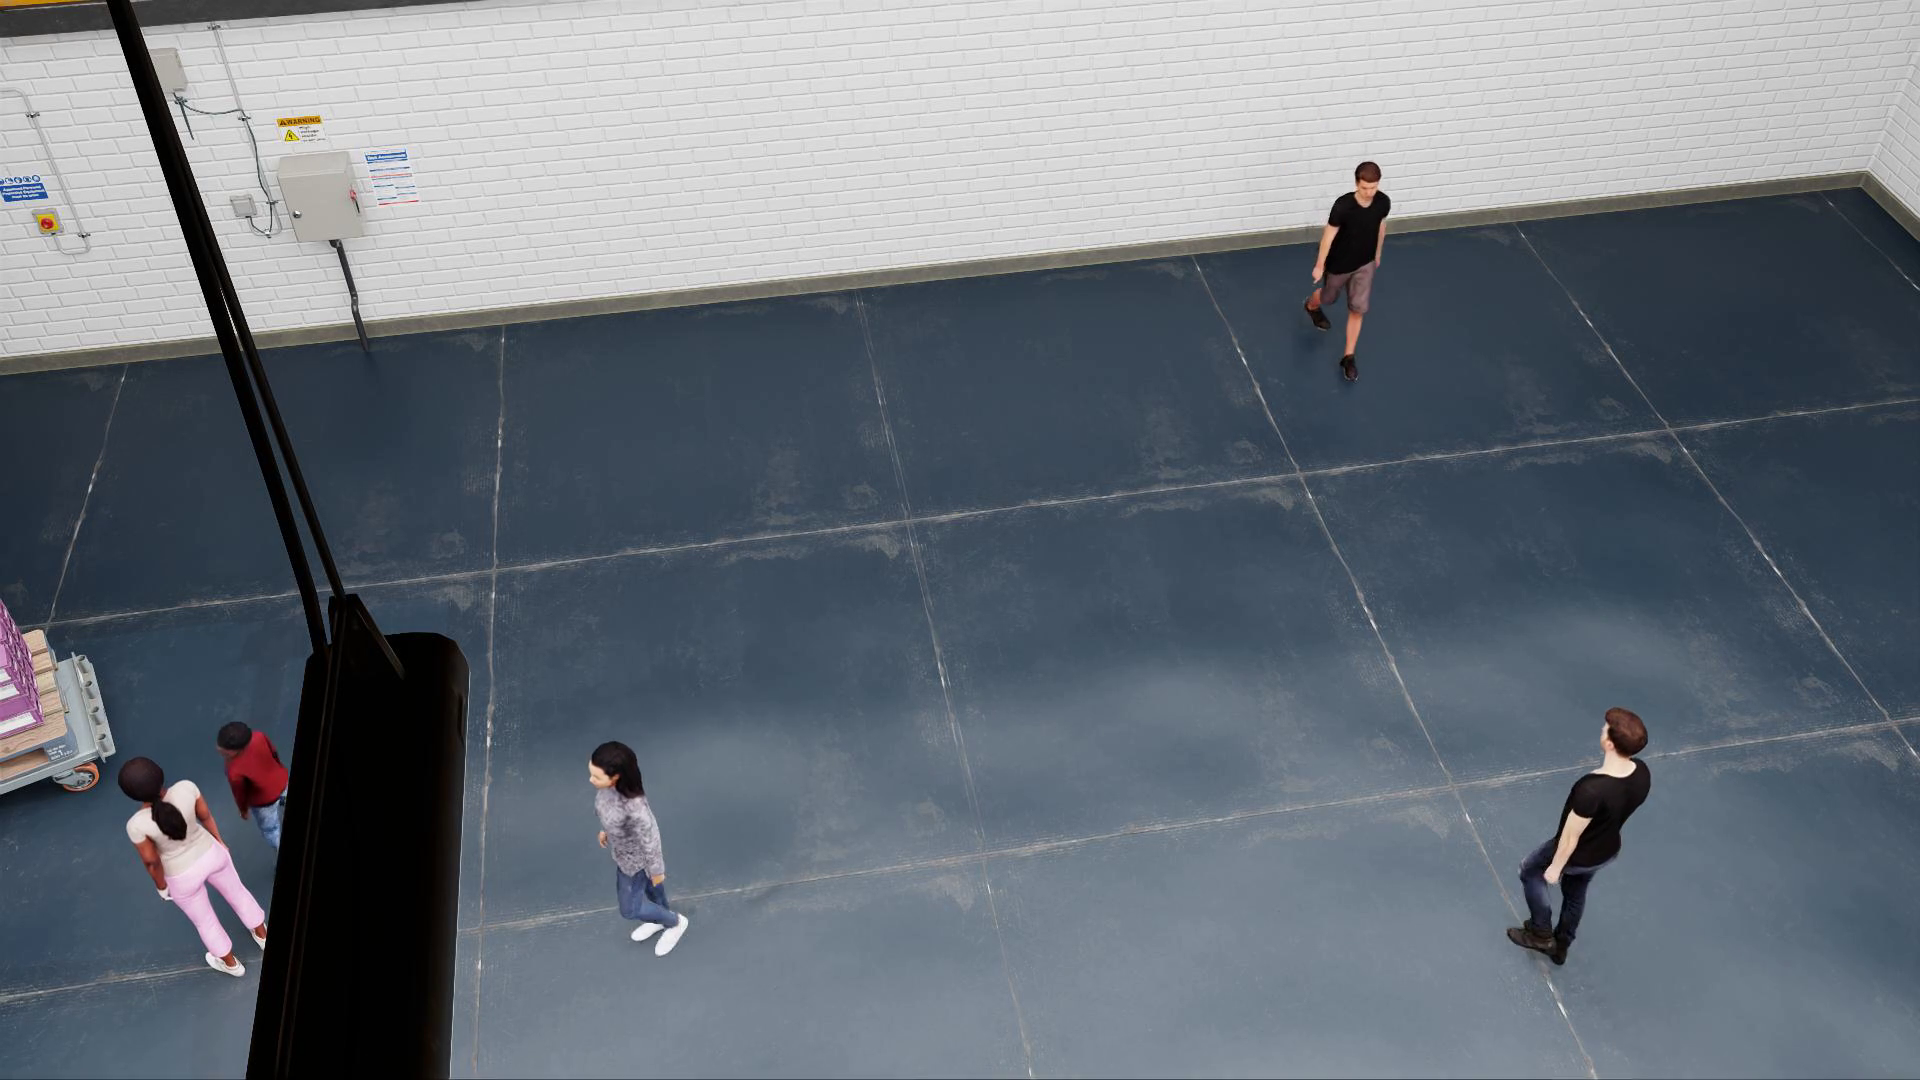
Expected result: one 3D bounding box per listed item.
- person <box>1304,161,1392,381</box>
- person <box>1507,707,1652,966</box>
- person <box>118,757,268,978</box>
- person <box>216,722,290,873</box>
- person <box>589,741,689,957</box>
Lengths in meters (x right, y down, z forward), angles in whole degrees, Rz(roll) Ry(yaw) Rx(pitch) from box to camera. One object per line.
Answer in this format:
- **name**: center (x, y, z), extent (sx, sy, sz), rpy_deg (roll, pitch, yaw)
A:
- **person**: center (3.027, -2.232, 13.035), extent (0.732, 1.817, 1.167), rpy_deg (-8, 44, -8)
- **person**: center (3.392, 1.697, 8.867), extent (0.783, 1.879, 0.753), rpy_deg (-23, 48, -22)
- **person**: center (-4.106, 1.747, 8.913), extent (0.704, 1.744, 0.645), rpy_deg (26, 49, 25)
- **person**: center (-4.001, 1.454, 9.591), extent (0.724, 1.232, 0.639), rpy_deg (22, 48, 22)
- **person**: center (-1.690, 1.628, 9.054), extent (0.773, 1.721, 0.645), rpy_deg (-21, 48, -21)
